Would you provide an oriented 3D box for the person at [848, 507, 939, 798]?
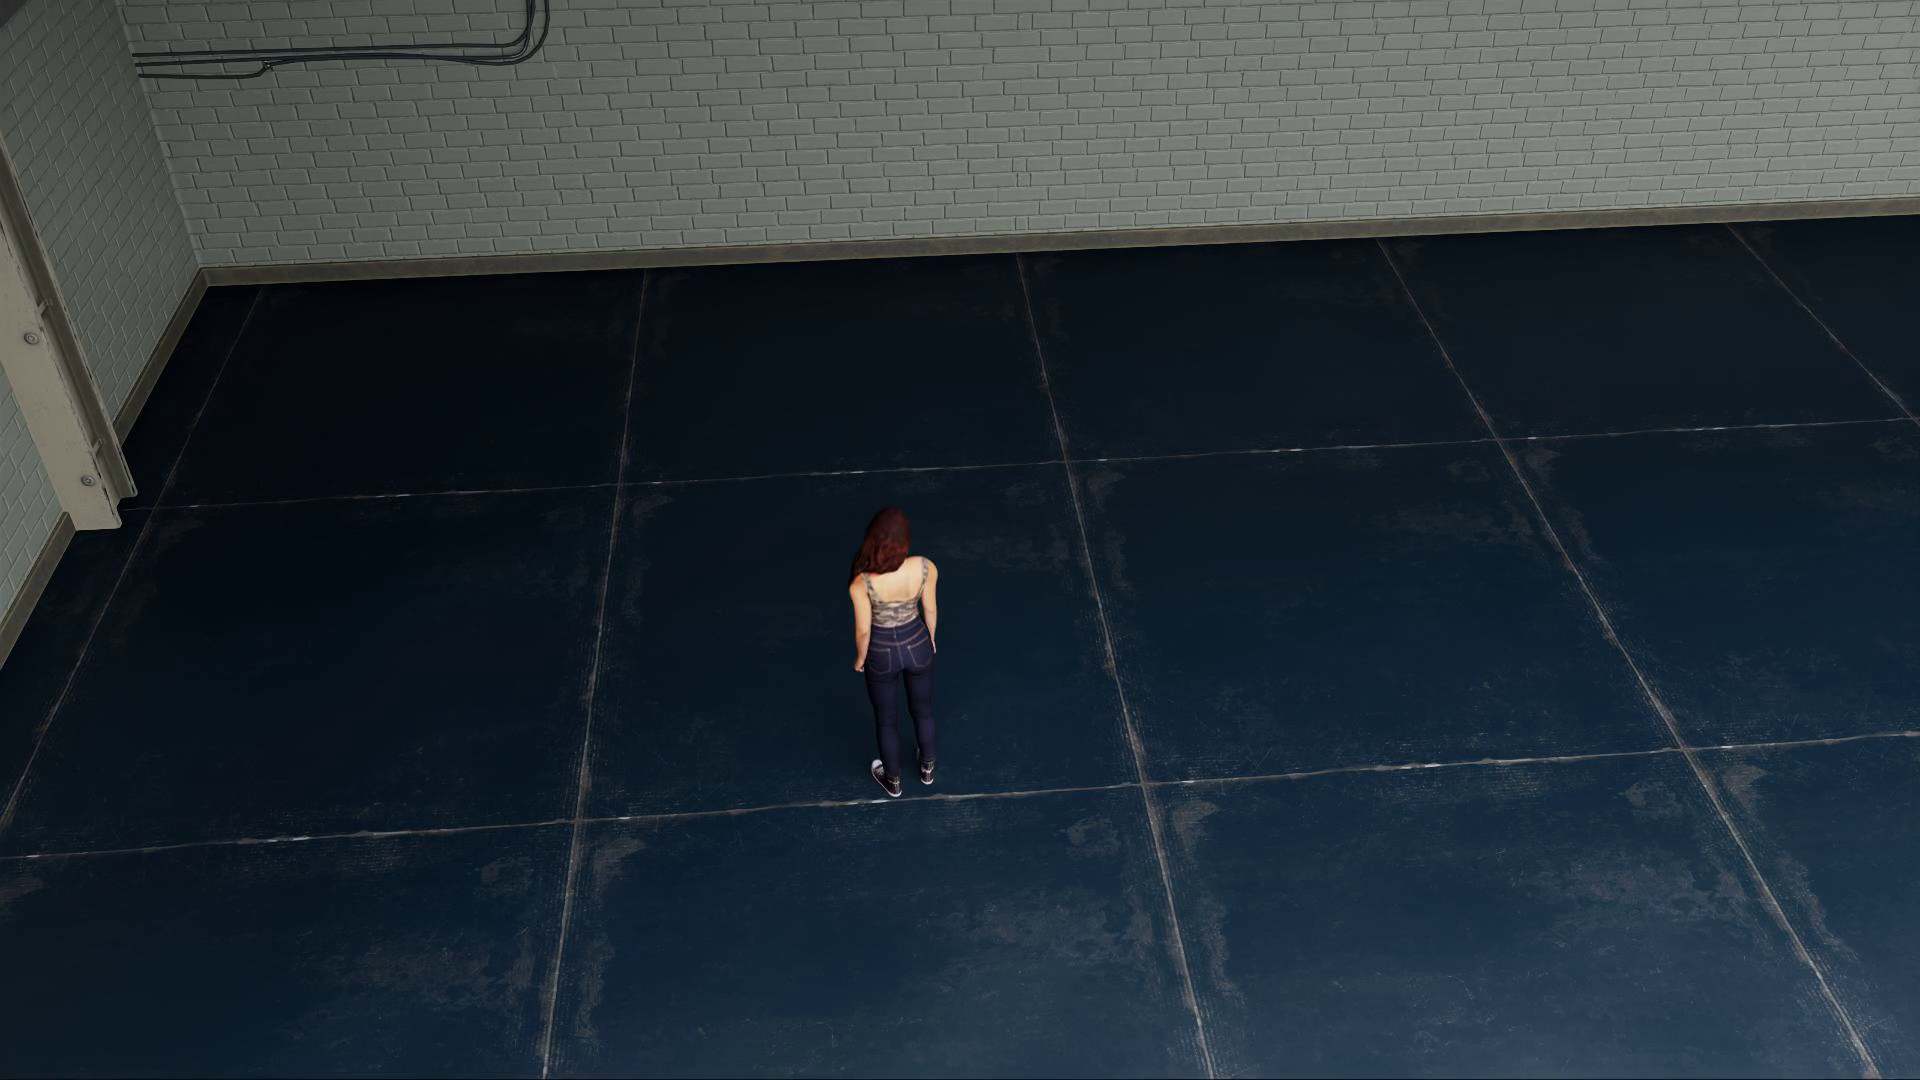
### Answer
[{"bbox_3d":[-0.310,0.579,8.405,0.657,1.769,0.625,-12,40,-15],"label":"person"}]
